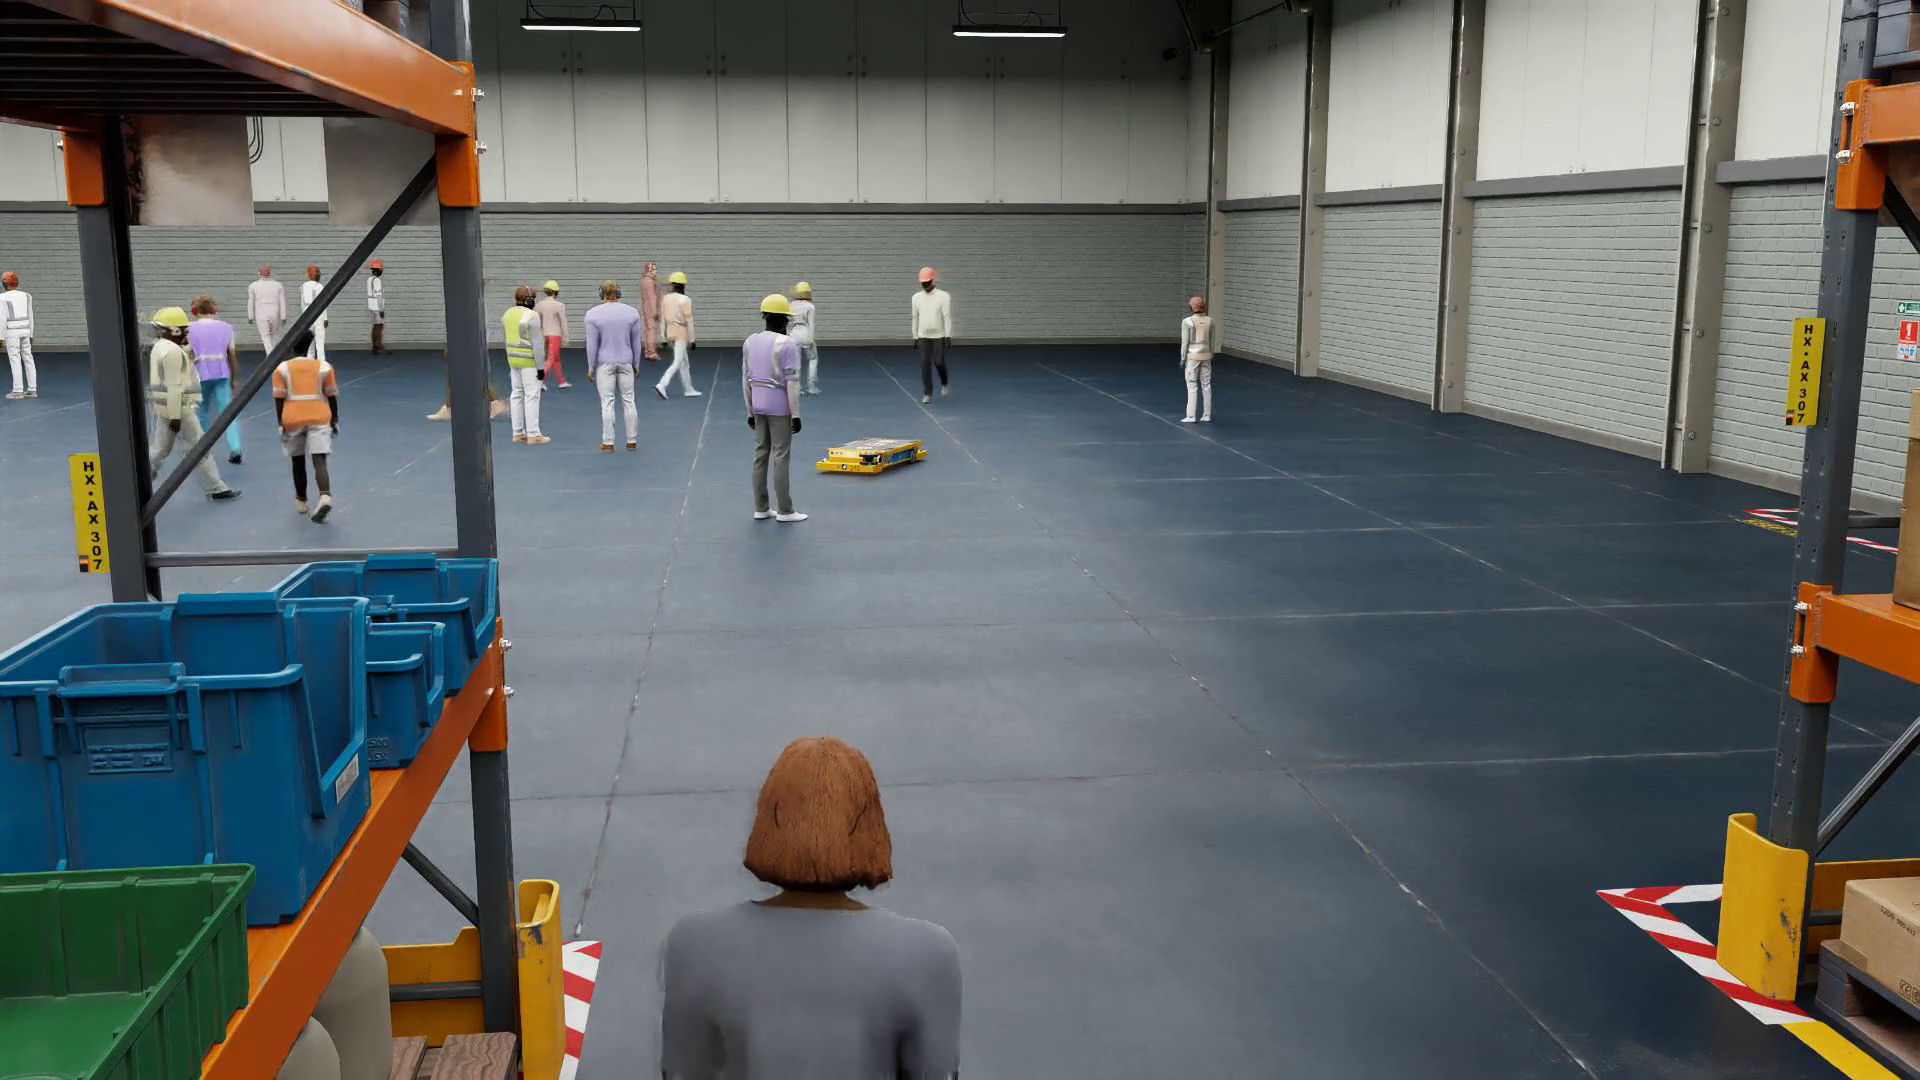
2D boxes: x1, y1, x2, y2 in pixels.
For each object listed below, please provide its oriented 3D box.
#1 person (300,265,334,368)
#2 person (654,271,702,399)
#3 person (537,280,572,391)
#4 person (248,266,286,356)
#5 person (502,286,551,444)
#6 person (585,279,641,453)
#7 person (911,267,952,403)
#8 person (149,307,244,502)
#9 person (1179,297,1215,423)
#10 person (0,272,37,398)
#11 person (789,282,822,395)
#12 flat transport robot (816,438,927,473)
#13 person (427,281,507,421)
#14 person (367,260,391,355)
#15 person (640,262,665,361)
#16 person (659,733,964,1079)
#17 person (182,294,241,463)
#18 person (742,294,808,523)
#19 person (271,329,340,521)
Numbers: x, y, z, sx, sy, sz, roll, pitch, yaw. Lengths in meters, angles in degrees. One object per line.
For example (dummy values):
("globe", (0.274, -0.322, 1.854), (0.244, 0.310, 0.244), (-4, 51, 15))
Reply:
("person", (-11.741, -4.052, 30.309), (0.584, 1.883, 0.337), (6, 12, 30))
("person", (-4.232, -3.048, 24.769), (0.592, 1.897, 0.915), (9, 14, 41))
("person", (-6.420, -3.210, 26.109), (0.530, 1.725, 0.892), (5, 12, 27))
("person", (-13.094, -4.248, 31.438), (0.650, 1.868, 0.944), (-7, 13, -35))
("person", (-5.051, -2.038, 19.421), (0.627, 1.835, 0.428), (8, 13, 38))
("person", (-3.870, -1.940, 18.603), (0.627, 1.935, 0.371), (-5, 12, -27))
("person", (-0.409, -2.972, 24.151), (0.628, 1.970, 0.584), (3, 11, 17))
("person", (-7.036, -1.191, 14.915), (0.951, 1.785, 0.607), (-8, 13, -39))
("person", (3.072, -2.327, 21.531), (0.517, 1.638, 0.315), (-5, 11, -25))
("person", (-14.102, -3.053, 24.847), (0.356, 1.883, 0.572), (4, 11, 20))
("person", (-2.359, -3.068, 25.361), (0.492, 1.719, 0.660), (5, 11, 25))
("flat transport robot", (-0.912, -0.901, 17.468), (0.652, 0.197, 1.431), (4, 11, 21))
("person", (-6.441, -2.531, 21.679), (1.016, 2.008, 0.621), (-2, 10, -10))
("person", (-11.871, -4.742, 33.960), (0.376, 1.933, 0.551), (-8, 13, -36))
("person", (-6.009, -4.458, 32.482), (0.410, 1.909, 0.643), (-5, 11, -23))
("person", (-0.248, 1.099, 2.853), (0.519, 1.589, 0.834), (0, 10, 2))
("person", (-7.994, -1.720, 17.772), (0.586, 1.804, 0.965), (-10, 14, -43))
("person", (-1.575, -1.110, 14.080), (0.588, 1.923, 0.383), (8, 13, 37))
("person", (-5.578, -1.000, 14.231), (0.536, 1.651, 0.870), (-5, 11, -25))
